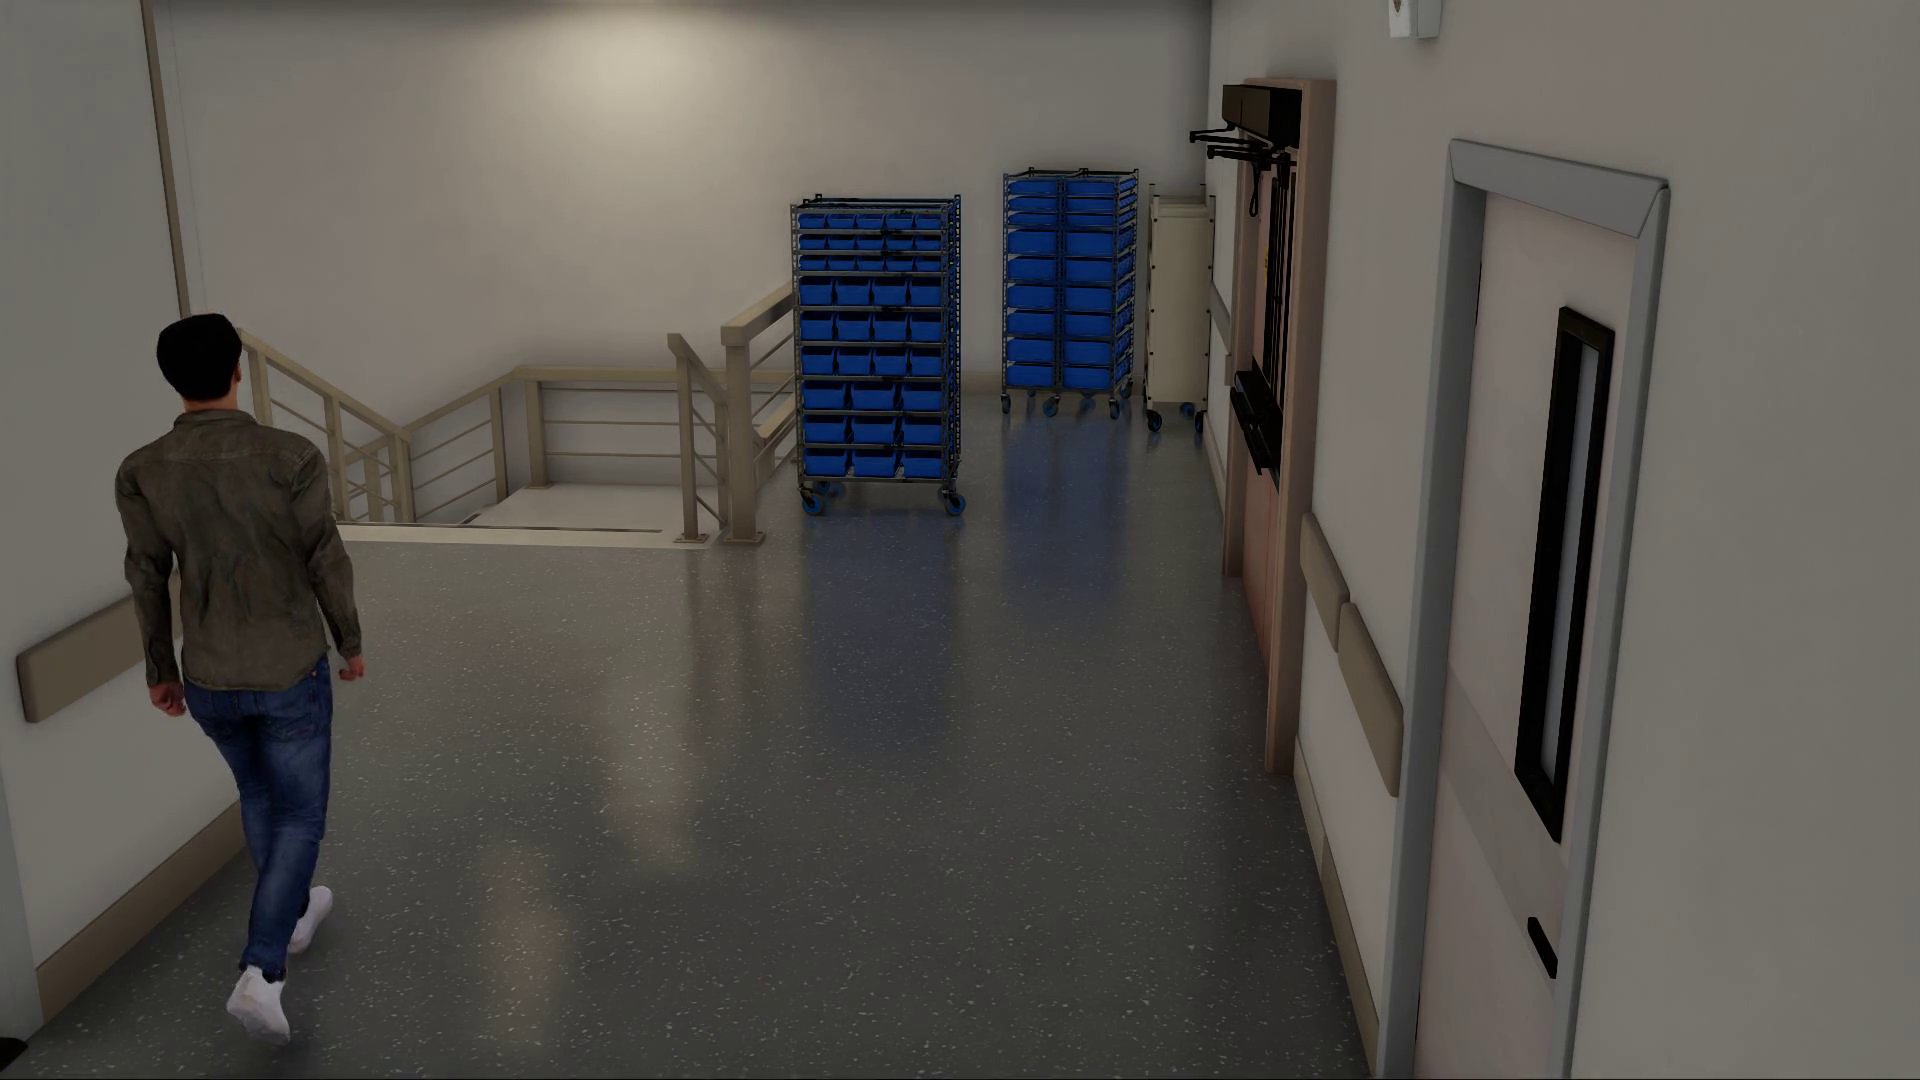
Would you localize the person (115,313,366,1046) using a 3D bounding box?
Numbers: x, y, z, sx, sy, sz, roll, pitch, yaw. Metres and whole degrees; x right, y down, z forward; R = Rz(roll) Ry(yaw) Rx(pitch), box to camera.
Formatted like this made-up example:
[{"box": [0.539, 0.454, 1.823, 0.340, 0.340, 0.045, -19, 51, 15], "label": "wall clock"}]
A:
[{"box": [-1.832, 0.368, 4.280, 0.775, 1.847, 1.179, -1, 16, -2], "label": "person"}]
